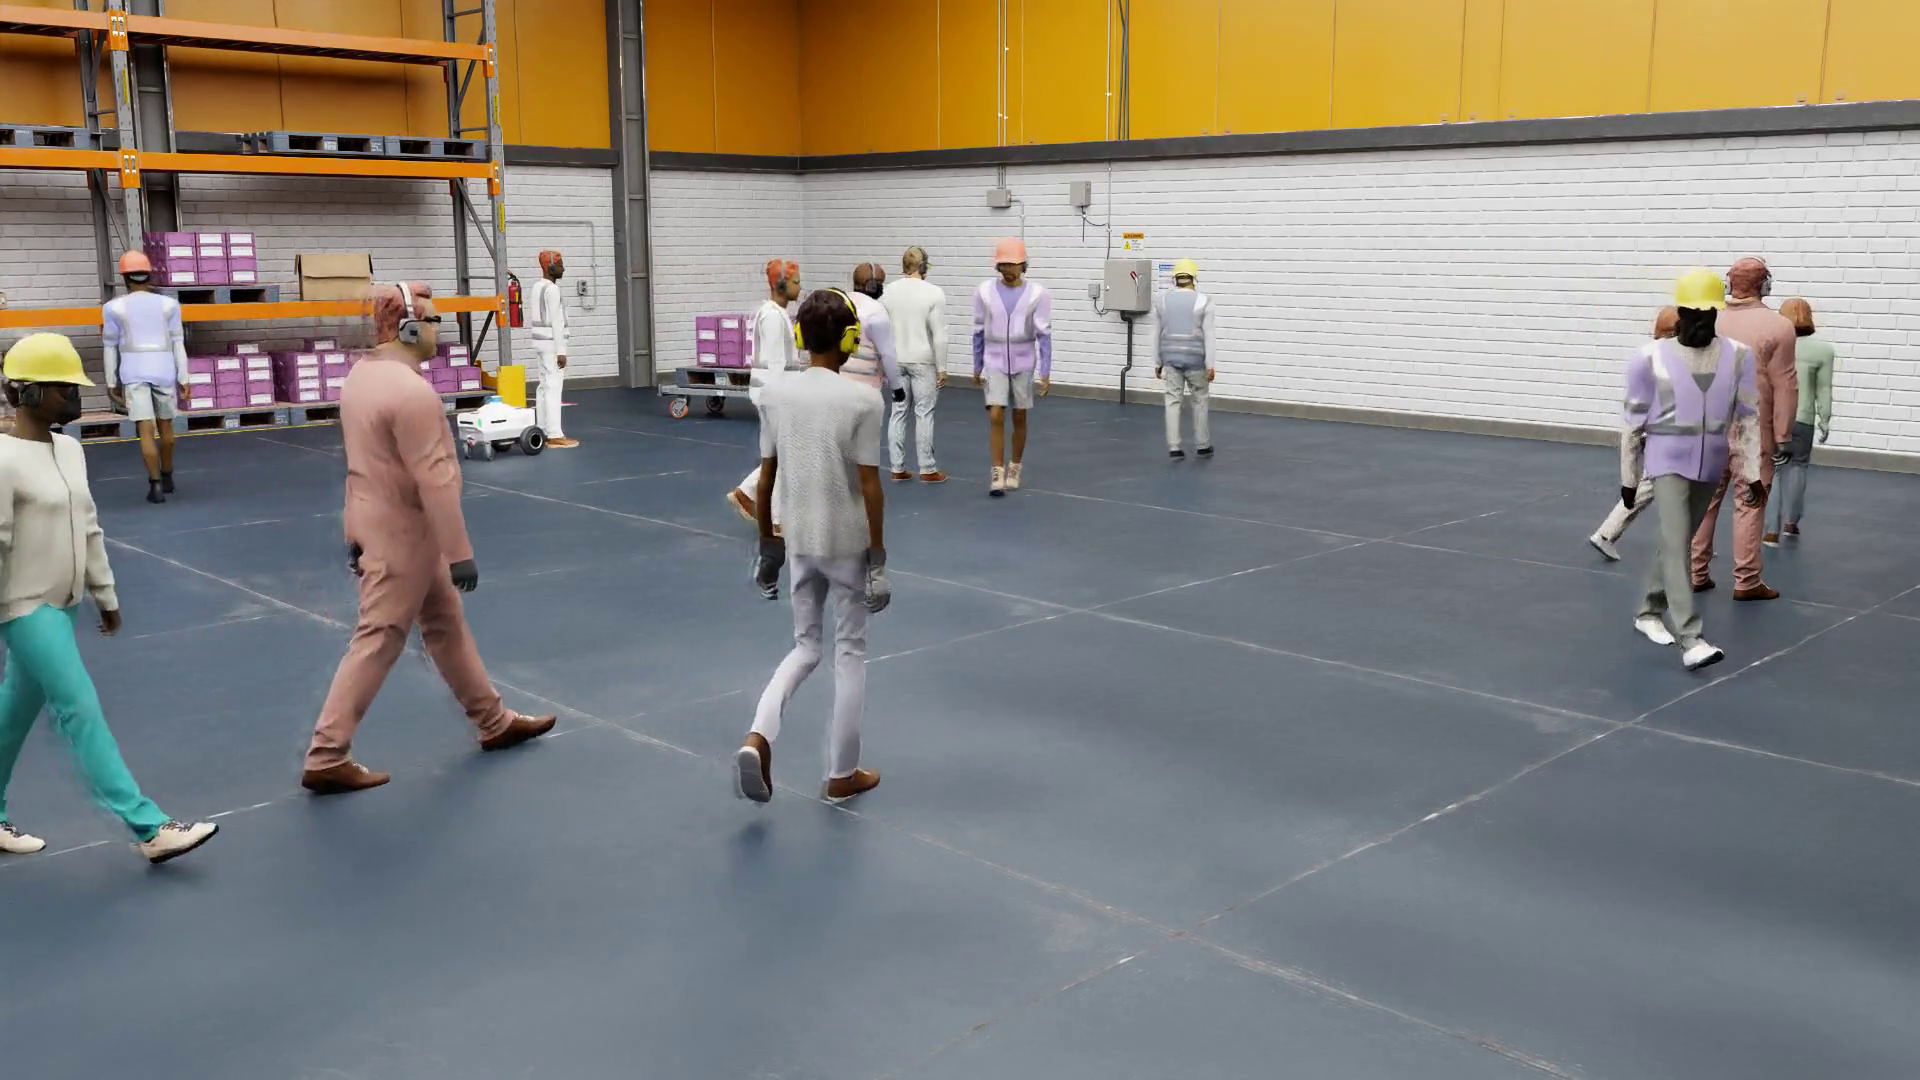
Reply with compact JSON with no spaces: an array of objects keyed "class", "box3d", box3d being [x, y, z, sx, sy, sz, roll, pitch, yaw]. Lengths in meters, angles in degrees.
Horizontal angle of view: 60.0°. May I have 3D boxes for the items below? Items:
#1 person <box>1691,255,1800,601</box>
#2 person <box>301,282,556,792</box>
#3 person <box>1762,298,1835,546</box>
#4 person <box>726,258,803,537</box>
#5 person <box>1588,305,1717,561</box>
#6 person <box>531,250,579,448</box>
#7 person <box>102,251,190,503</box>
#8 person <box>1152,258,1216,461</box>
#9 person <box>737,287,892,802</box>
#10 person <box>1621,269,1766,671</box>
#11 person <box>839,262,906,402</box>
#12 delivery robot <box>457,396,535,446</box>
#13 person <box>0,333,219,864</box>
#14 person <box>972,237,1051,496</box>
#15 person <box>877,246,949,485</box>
[{"class":"person","box3d":[4.348,-0.620,9.275,0.409,1.913,0.651,-8,13,-36]},{"class":"person","box3d":[-2.033,-0.021,6.183,1.017,1.852,0.670,-7,12,-32]},{"class":"person","box3d":[5.432,-0.784,10.965,0.521,1.610,0.623,4,11,21]},{"class":"person","box3d":[-1.270,-0.935,11.112,0.491,1.873,0.587,0,10,-1]},{"class":"person","box3d":[4.331,-0.658,10.307,0.835,1.603,0.521,0,10,-1]},{"class":"person","box3d":[-3.909,-1.823,15.913,0.337,1.882,0.584,-7,12,-32]},{"class":"person","box3d":[-6.287,-1.260,12.824,0.553,1.887,0.951,-7,13,-34]},{"class":"person","box3d":[2.051,-1.625,15.005,0.615,1.821,0.576,5,12,26]},{"class":"person","box3d":[-0.503,0.052,5.798,0.528,1.849,0.603,5,12,26]},{"class":"person","box3d":[3.481,-0.343,7.911,0.592,1.861,1.034,-1,10,-4]},{"class":"person","box3d":[-0.686,-1.171,12.545,0.680,1.815,0.641,-7,12,-33]},{"class":"delivery robot","box3d":[-4.238,-1.076,15.210,0.477,0.478,0.707,7,12,33]},{"class":"person","box3d":[-2.866,0.204,5.320,0.935,1.708,0.529,0,10,-1]},{"class":"person","box3d":[0.392,-1.330,12.905,0.625,1.999,0.925,1,10,5]},{"class":"person","box3d":[-0.376,-1.413,13.531,0.635,1.936,0.353,6,12,28]}]
